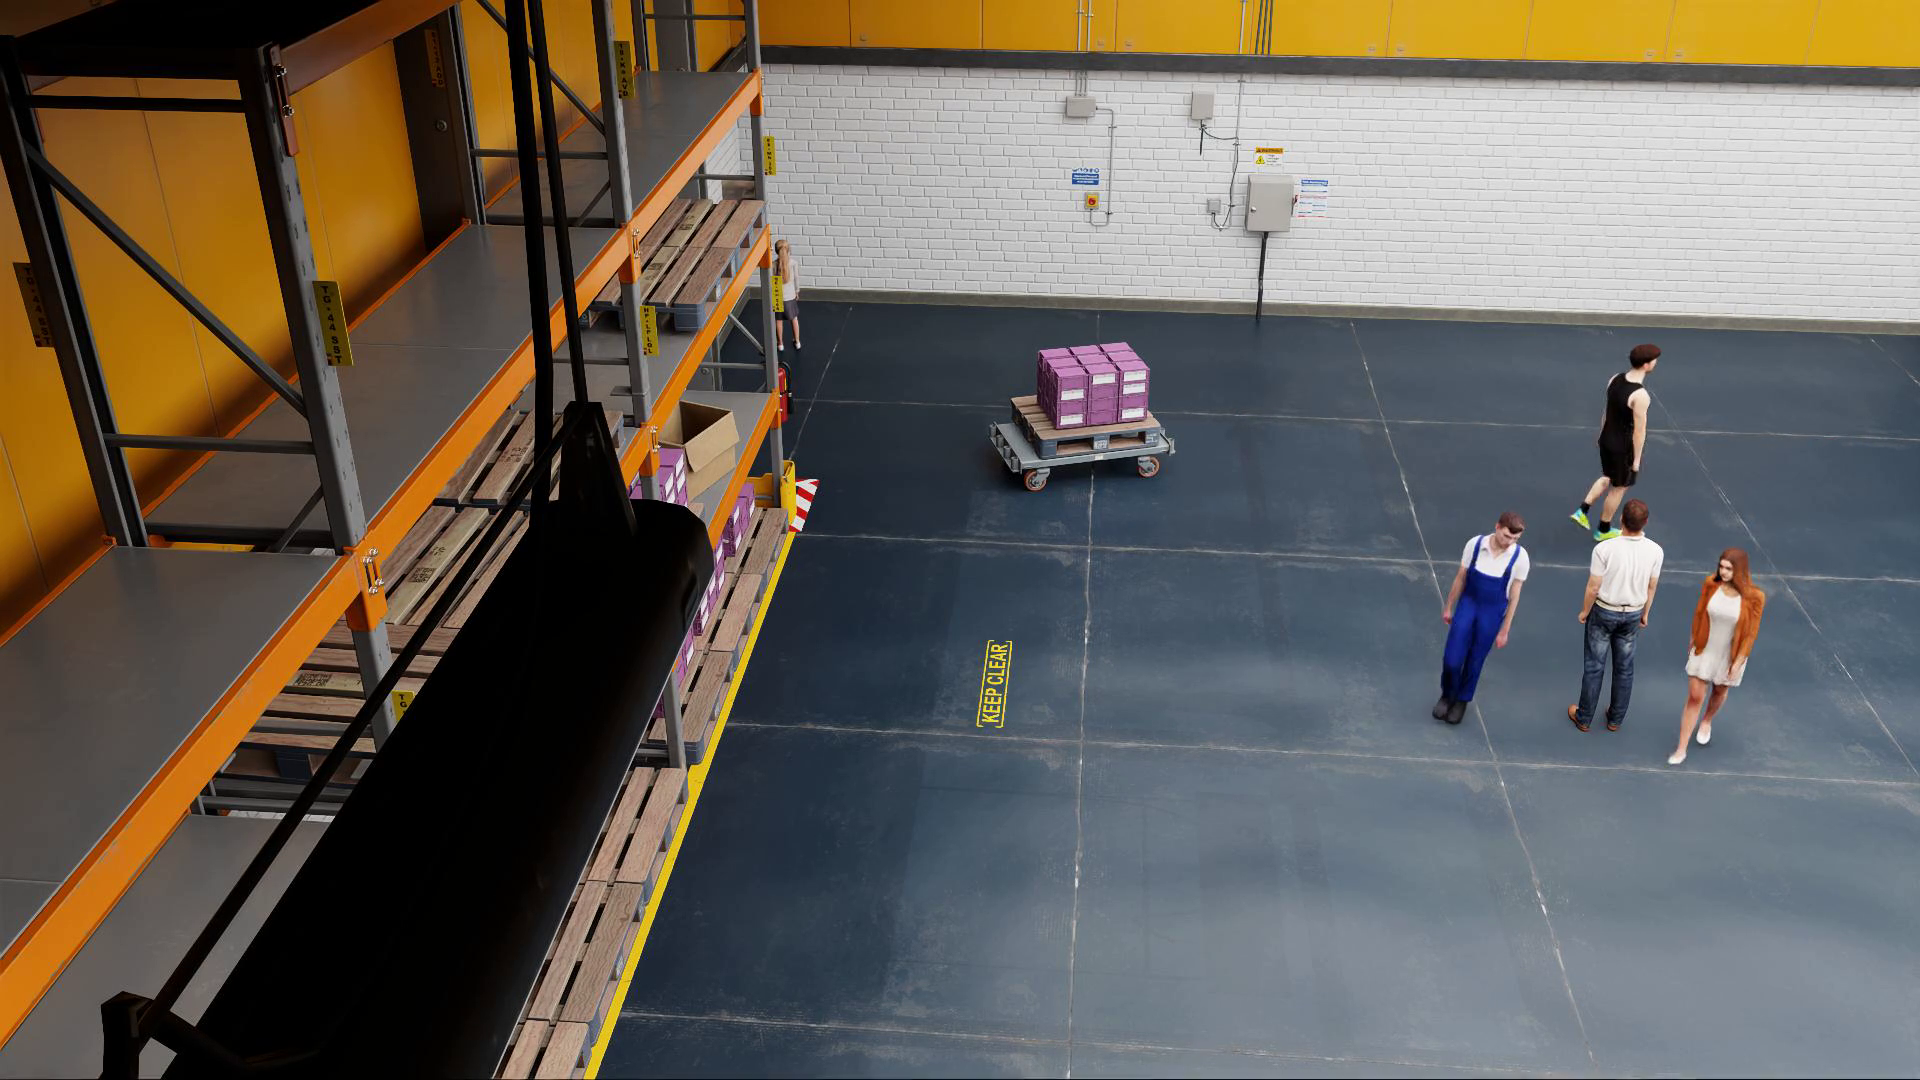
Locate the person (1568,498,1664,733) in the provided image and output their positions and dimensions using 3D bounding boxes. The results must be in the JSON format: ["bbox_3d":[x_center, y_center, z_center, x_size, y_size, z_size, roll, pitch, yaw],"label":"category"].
[{"bbox_3d":[4.763,0.553,12.081,0.648,1.854,0.545,1,29,3],"label":"person"}]

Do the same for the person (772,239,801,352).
[{"bbox_3d":[-1.980,-2.777,18.791,0.581,1.274,0.617,-9,30,-17],"label":"person"}]

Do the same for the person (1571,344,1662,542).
[{"bbox_3d":[5.716,-0.831,14.592,0.895,1.878,0.827,-7,29,-12],"label":"person"}]

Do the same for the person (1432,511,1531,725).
[{"bbox_3d":[3.849,0.524,12.172,0.809,1.818,0.800,17,33,28],"label":"person"}]

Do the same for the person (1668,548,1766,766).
[{"bbox_3d":[5.455,0.767,11.876,0.927,1.674,1.112,19,34,31],"label":"person"}]
